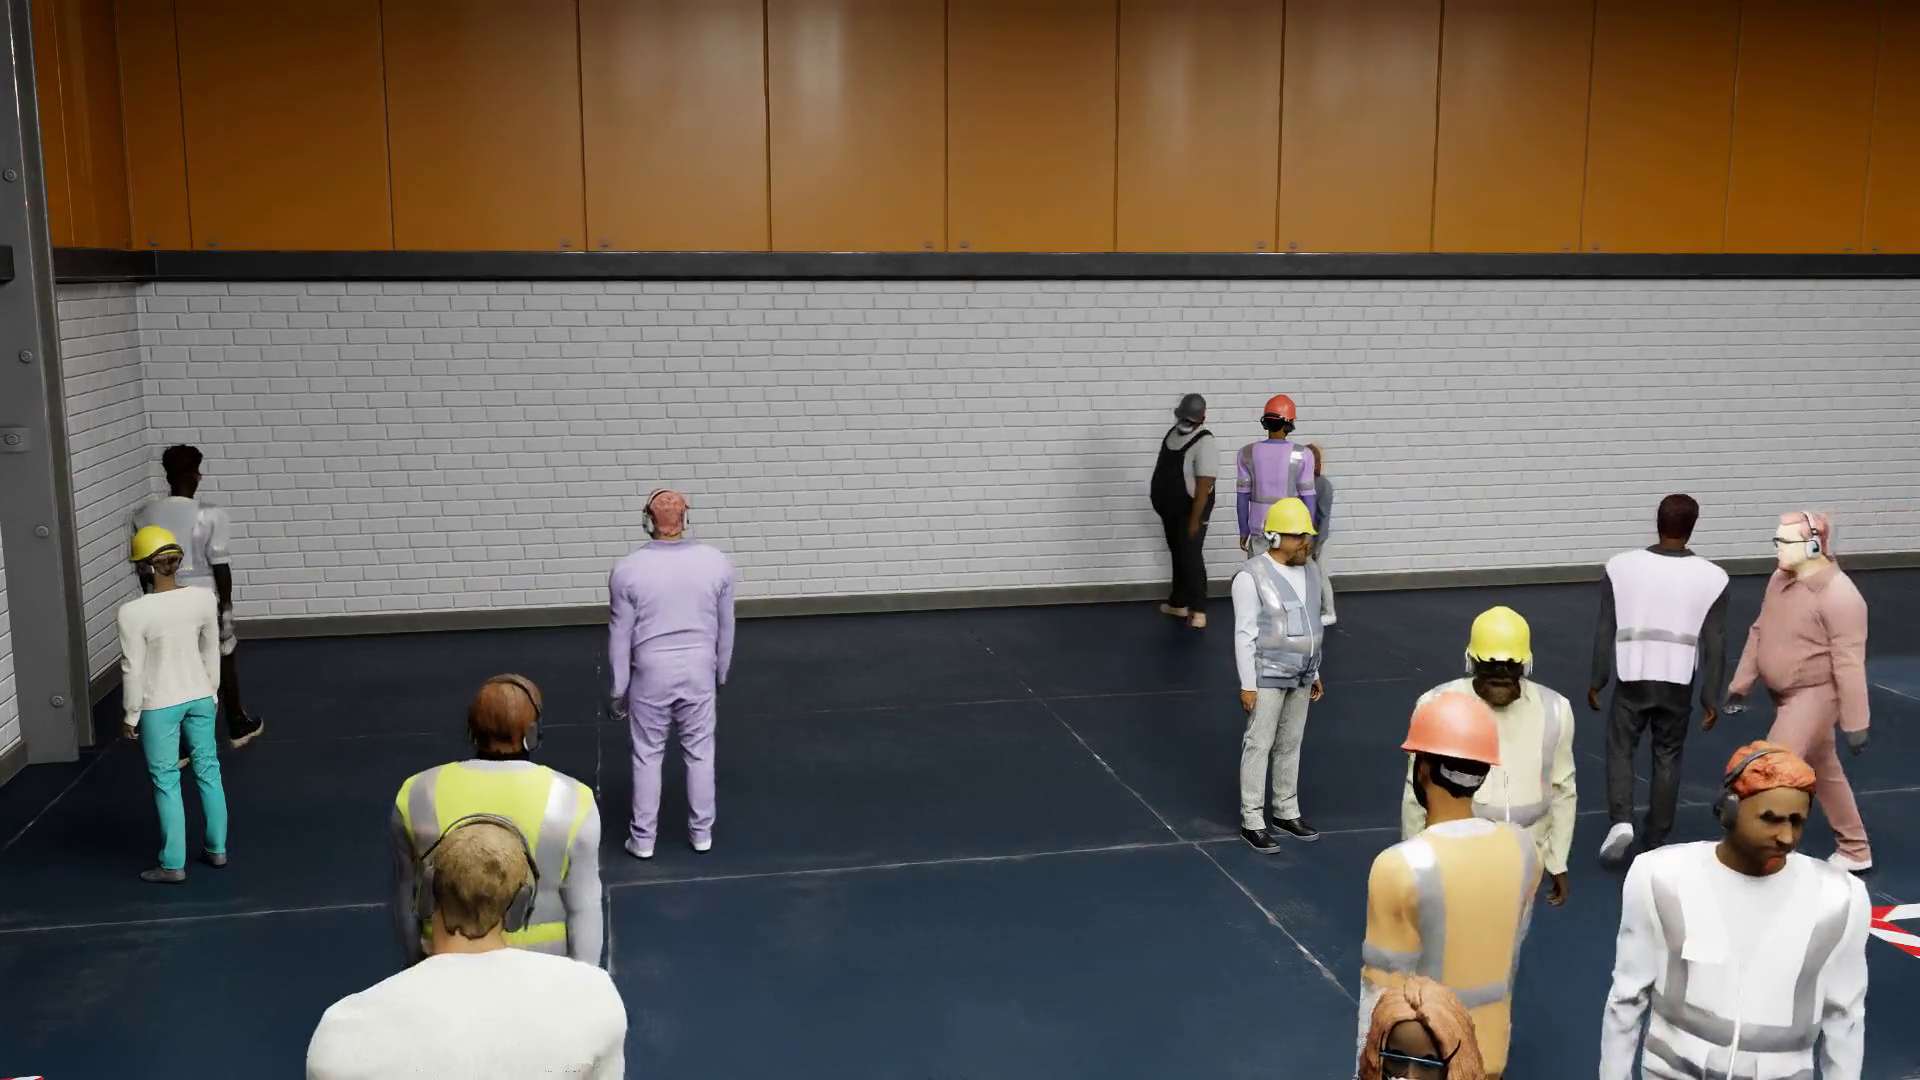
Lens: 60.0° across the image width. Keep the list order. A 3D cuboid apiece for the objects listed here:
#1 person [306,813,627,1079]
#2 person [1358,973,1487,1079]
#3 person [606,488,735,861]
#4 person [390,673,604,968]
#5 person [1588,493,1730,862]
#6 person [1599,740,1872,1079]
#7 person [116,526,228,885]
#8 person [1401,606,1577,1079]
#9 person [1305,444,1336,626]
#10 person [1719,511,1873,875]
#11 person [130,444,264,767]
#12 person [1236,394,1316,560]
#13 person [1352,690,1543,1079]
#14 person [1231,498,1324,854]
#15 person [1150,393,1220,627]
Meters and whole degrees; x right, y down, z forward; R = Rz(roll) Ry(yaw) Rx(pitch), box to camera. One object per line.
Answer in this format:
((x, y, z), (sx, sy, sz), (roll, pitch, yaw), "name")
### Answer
((-1.021, 1.497, 3.450), (0.653, 1.907, 0.751), (-5, 11, -30), "person")
((0.899, 1.652, 3.345), (0.508, 1.632, 0.264), (3, 10, 17), "person")
((-1.469, 0.682, 8.439), (0.664, 1.906, 0.409), (-4, 10, -22), "person")
((-1.378, 1.301, 4.970), (0.629, 1.816, 0.882), (-1, 9, -5), "person")
((3.465, 0.718, 8.280), (0.621, 1.884, 0.610), (4, 10, 22), "person")
((1.953, 1.390, 4.270), (0.615, 1.864, 0.659), (4, 10, 21), "person")
((-3.862, 0.802, 8.144), (0.320, 1.763, 0.522), (5, 11, 29), "person")
((1.921, 1.117, 6.077), (0.588, 1.812, 0.464), (0, 9, 1), "person")
((2.832, -0.017, 13.676), (0.851, 1.571, 0.553), (-8, 12, -40), "person")
((4.058, 0.772, 8.058), (0.989, 1.848, 0.634), (0, 9, 3), "person")
((-4.695, 0.367, 10.233), (0.630, 1.933, 0.841), (0, 9, 0), "person")
((2.413, -0.088, 12.707), (0.608, 2.044, 0.373), (4, 10, 25), "person")
((1.244, 1.343, 4.386), (0.553, 1.911, 0.404), (-4, 10, -24), "person")
((1.668, 0.689, 8.617), (0.590, 1.830, 0.403), (-7, 12, -37), "person")
((1.849, -0.310, 14.067), (0.533, 2.000, 0.827), (-3, 10, -19), "person")
